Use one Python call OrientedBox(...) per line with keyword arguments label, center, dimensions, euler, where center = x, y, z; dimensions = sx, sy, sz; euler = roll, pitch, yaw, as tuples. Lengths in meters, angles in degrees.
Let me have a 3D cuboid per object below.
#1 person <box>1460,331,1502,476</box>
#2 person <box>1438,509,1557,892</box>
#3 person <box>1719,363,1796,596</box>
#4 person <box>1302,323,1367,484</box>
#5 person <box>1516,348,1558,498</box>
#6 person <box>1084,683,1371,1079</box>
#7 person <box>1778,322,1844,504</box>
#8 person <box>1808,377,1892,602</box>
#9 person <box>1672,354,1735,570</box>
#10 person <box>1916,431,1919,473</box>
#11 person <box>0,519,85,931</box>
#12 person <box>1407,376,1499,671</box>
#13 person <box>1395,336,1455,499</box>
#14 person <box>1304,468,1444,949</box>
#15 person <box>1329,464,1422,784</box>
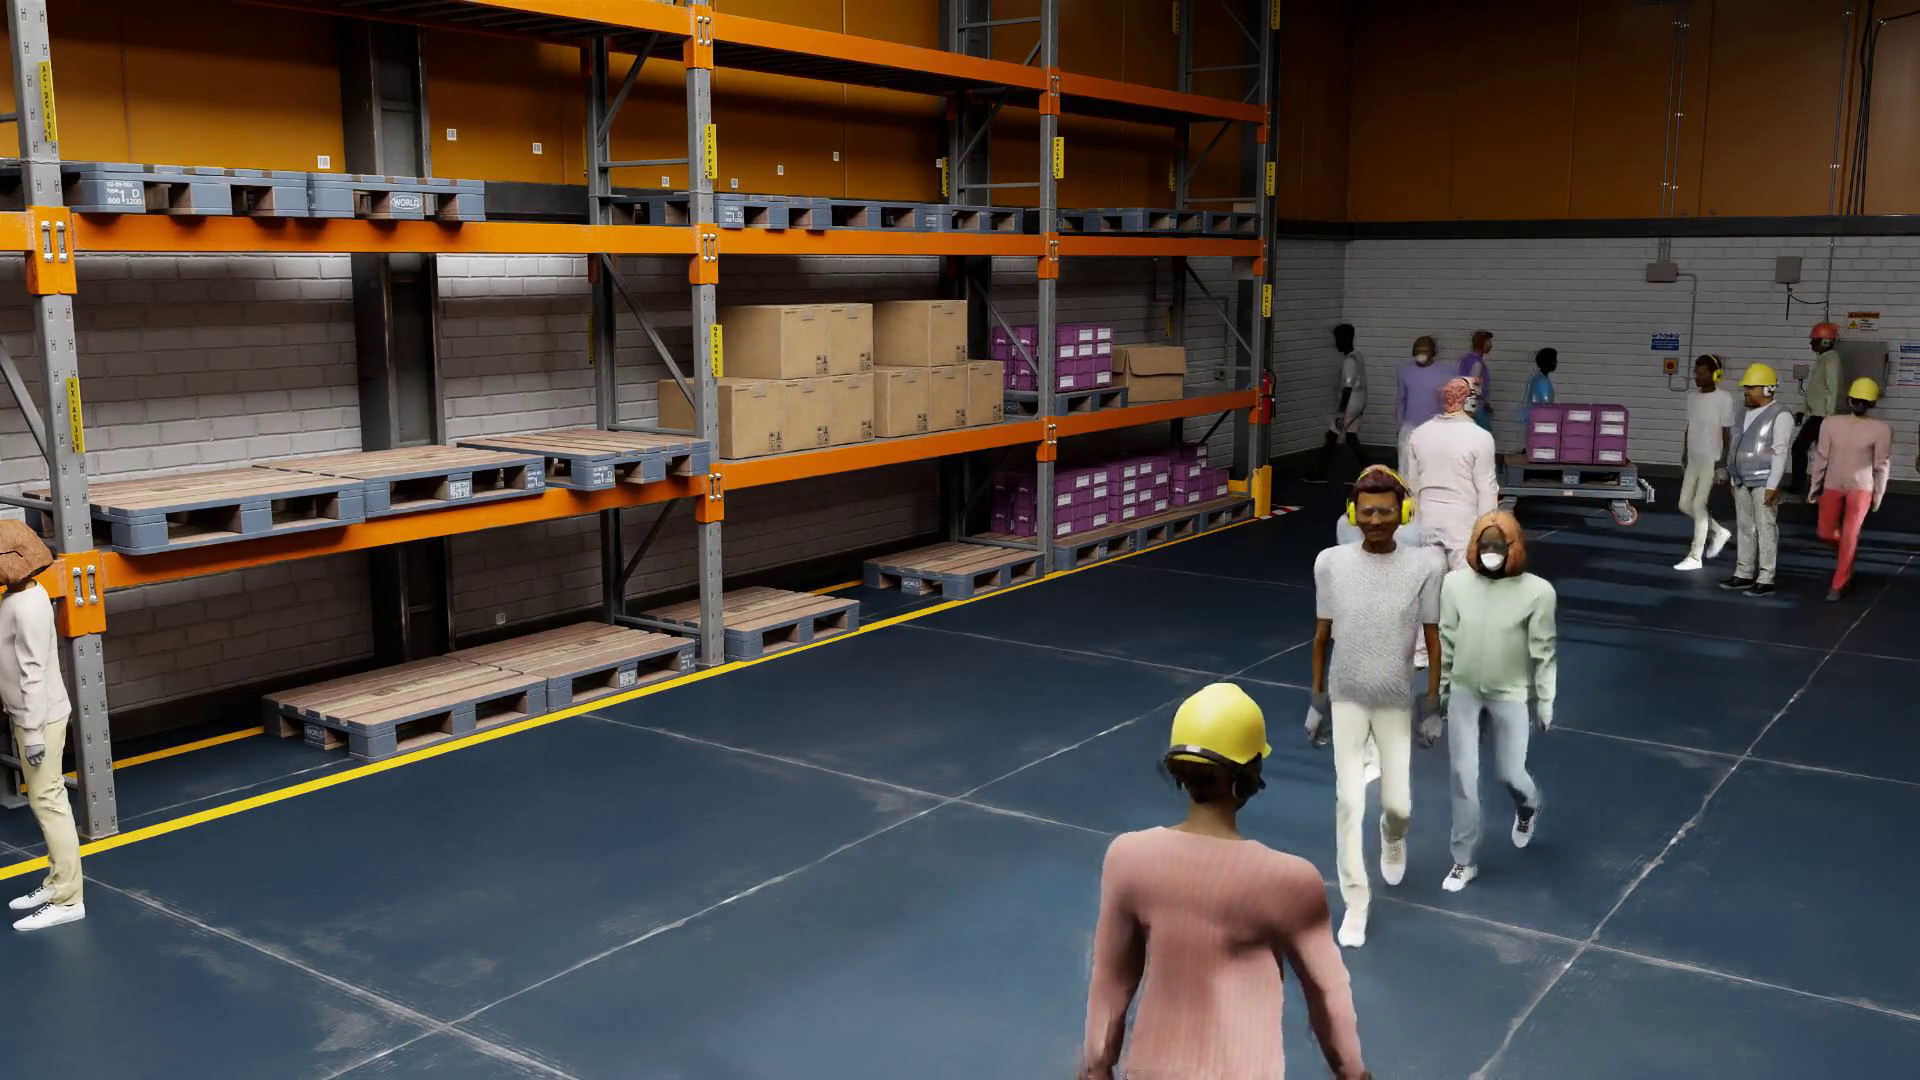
OrientedBox(label="person", center=(6.105, -1.532, 19.452), dimensions=(0.842, 1.807, 0.571), euler=(1, 10, 5))
OrientedBox(label="person", center=(2.280, 0.651, 7.061), dimensions=(0.500, 1.610, 0.638), euler=(6, 12, 34))
OrientedBox(label="person", center=(6.280, -0.478, 13.130), dimensions=(0.403, 1.828, 0.595), euler=(-2, 10, -12))
OrientedBox(label="person", center=(4.478, -1.593, 19.534), dimensions=(0.688, 1.934, 0.671), euler=(4, 10, 23))
OrientedBox(label="person", center=(6.480, -1.274, 18.327), dimensions=(0.798, 1.663, 0.539), euler=(3, 10, 15))
OrientedBox(label="person", center=(0.558, 1.170, 3.651), dimensions=(0.528, 1.715, 0.936), euler=(8, 12, 39))
OrientedBox(label="person", center=(9.156, -1.356, 17.939), dimensions=(0.709, 1.973, 0.624), euler=(5, 11, 26))
OrientedBox(label="person", center=(6.925, -0.407, 12.931), dimensions=(0.600, 1.744, 0.539), euler=(-9, 13, -43))
OrientedBox(label="person", center=(6.391, -0.661, 14.184), dimensions=(0.598, 1.847, 0.526), euler=(-4, 10, -21))
OrientedBox(label="person", center=(8.586, -0.765, 14.193), dimensions=(0.694, 2.000, 1.031), euler=(7, 12, 37))
OrientedBox(label="person", center=(-3.673, 0.721, 6.584), dimensions=(0.277, 1.629, 0.496), euler=(-6, 11, -32))
OrientedBox(label="person", center=(3.115, -0.069, 10.565), dimensions=(0.511, 1.923, 0.670), euler=(-7, 12, -36))
OrientedBox(label="person", center=(4.687, -1.134, 16.897), dimensions=(0.637, 1.873, 1.051), euler=(7, 12, 35))
OrientedBox(label="person", center=(1.630, 0.616, 6.560), dimensions=(0.523, 1.849, 0.696), euler=(3, 10, 16))
OrientedBox(label="person", center=(2.102, 0.413, 8.410), dimensions=(0.411, 1.619, 0.522), euler=(-8, 12, -40))
